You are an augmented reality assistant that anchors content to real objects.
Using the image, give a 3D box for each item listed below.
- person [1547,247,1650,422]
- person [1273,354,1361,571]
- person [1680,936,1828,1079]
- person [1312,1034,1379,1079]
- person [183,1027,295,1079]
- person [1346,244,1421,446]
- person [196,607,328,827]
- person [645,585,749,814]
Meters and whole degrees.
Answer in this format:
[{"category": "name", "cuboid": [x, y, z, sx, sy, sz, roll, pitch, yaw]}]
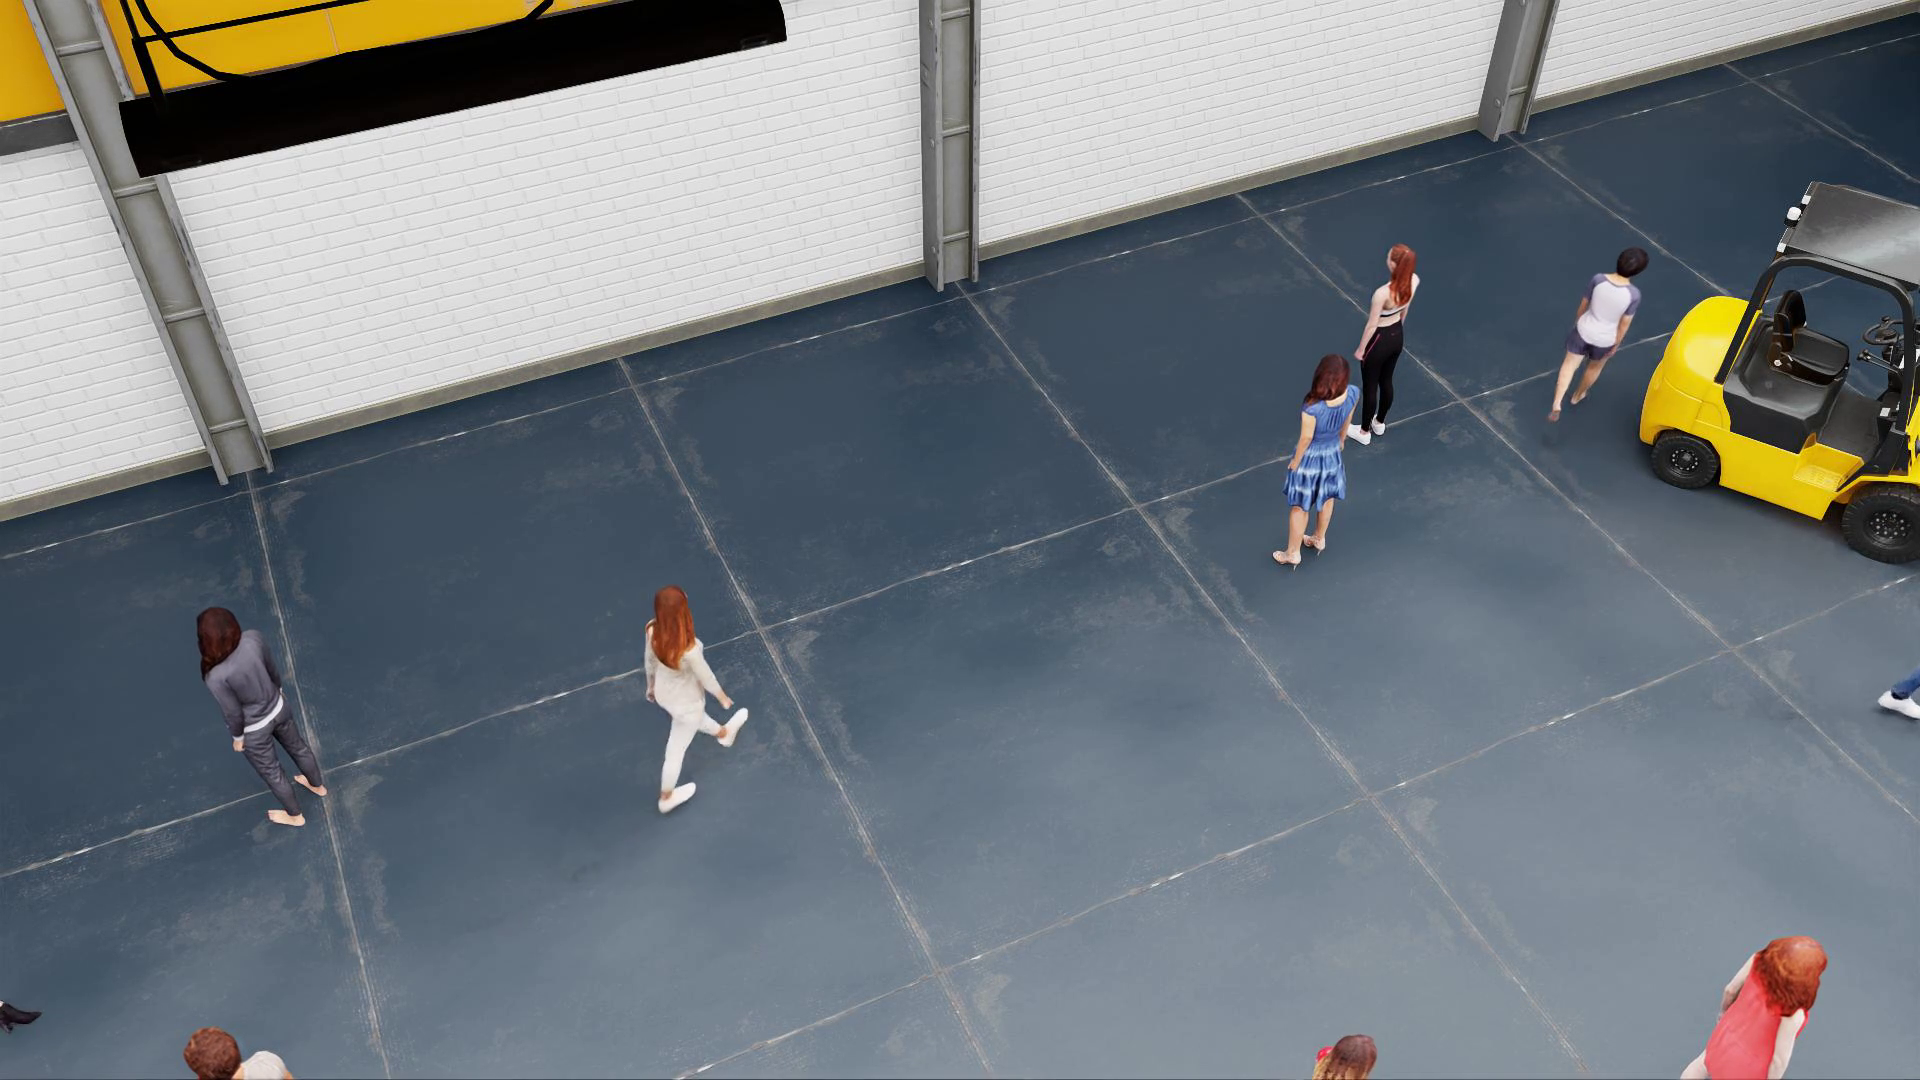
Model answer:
[{"category": "person", "cuboid": [4.869, -1.547, 12.737, 0.873, 1.537, 1.013, 22, 48, 21]}, {"category": "person", "cuboid": [2.456, -0.539, 11.484, 0.549, 1.806, 0.756, -25, 49, -24]}, {"category": "person", "cuboid": [3.887, 2.519, 8.259, 0.591, 1.827, 0.651, -7, 44, -7]}, {"category": "person", "cuboid": [1.712, 2.883, 8.053, 0.664, 1.583, 0.617, -12, 45, -13]}, {"category": "person", "cuboid": [-3.256, 2.874, 7.837, 0.802, 1.895, 0.698, 21, 47, 20]}, {"category": "person", "cuboid": [3.193, -1.475, 12.515, 0.510, 1.740, 0.678, -25, 49, -24]}, {"category": "person", "cuboid": [-4.144, 1.037, 9.858, 0.740, 1.767, 0.673, 15, 46, 15]}, {"category": "person", "cuboid": [-1.736, 1.008, 9.965, 0.915, 1.660, 1.172, 30, 51, 28]}]
